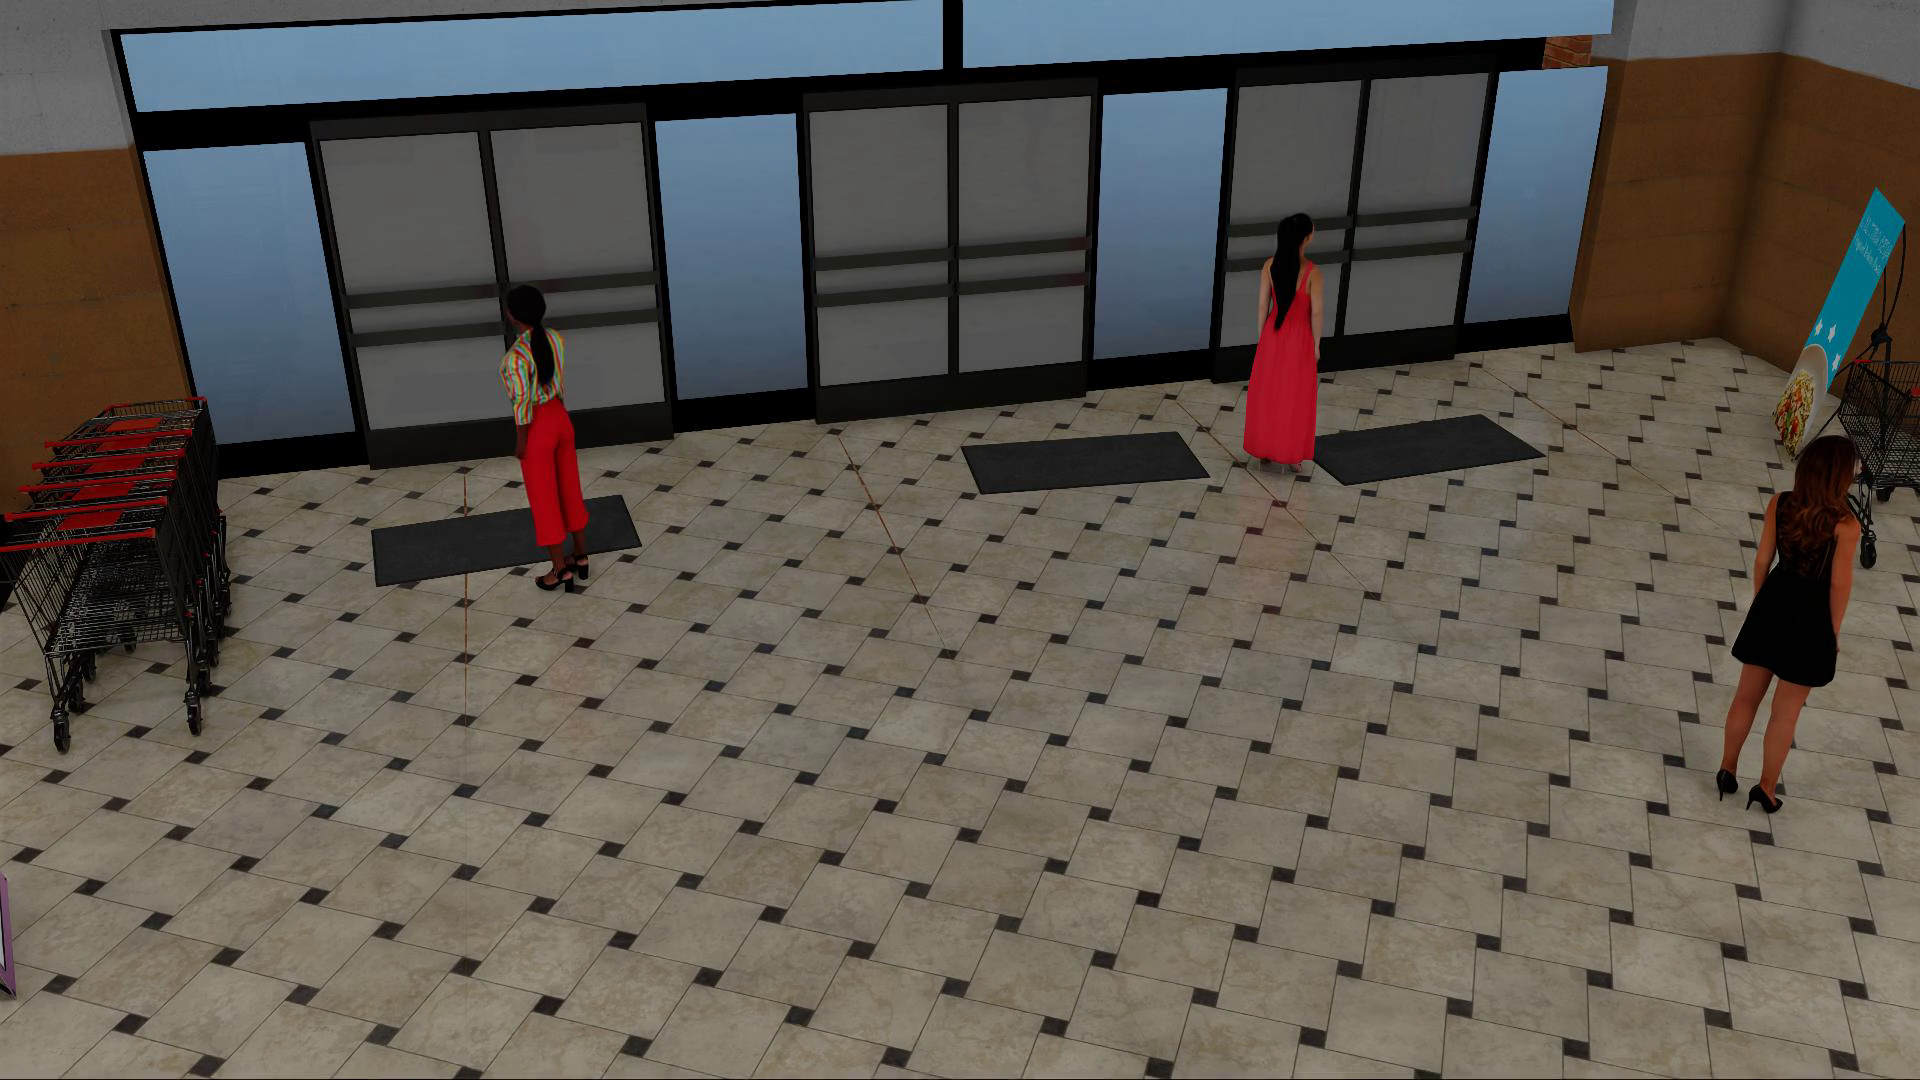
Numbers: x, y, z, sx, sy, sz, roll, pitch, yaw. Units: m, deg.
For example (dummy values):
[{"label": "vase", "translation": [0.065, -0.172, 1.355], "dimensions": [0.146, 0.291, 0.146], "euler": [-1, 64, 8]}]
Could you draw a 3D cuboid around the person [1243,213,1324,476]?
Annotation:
[{"label": "person", "translation": [2.093, -1.246, 10.657], "dimensions": [0.704, 1.725, 0.775], "euler": [17, 31, 30]}]

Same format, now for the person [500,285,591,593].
[{"label": "person", "translation": [-2.295, -0.551, 9.213], "dimensions": [0.742, 1.792, 0.674], "euler": [13, 30, 24]}]

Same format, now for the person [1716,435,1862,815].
[{"label": "person", "translation": [3.638, 0.390, 7.309], "dimensions": [0.712, 1.835, 0.584], "euler": [-19, 32, -33]}]
